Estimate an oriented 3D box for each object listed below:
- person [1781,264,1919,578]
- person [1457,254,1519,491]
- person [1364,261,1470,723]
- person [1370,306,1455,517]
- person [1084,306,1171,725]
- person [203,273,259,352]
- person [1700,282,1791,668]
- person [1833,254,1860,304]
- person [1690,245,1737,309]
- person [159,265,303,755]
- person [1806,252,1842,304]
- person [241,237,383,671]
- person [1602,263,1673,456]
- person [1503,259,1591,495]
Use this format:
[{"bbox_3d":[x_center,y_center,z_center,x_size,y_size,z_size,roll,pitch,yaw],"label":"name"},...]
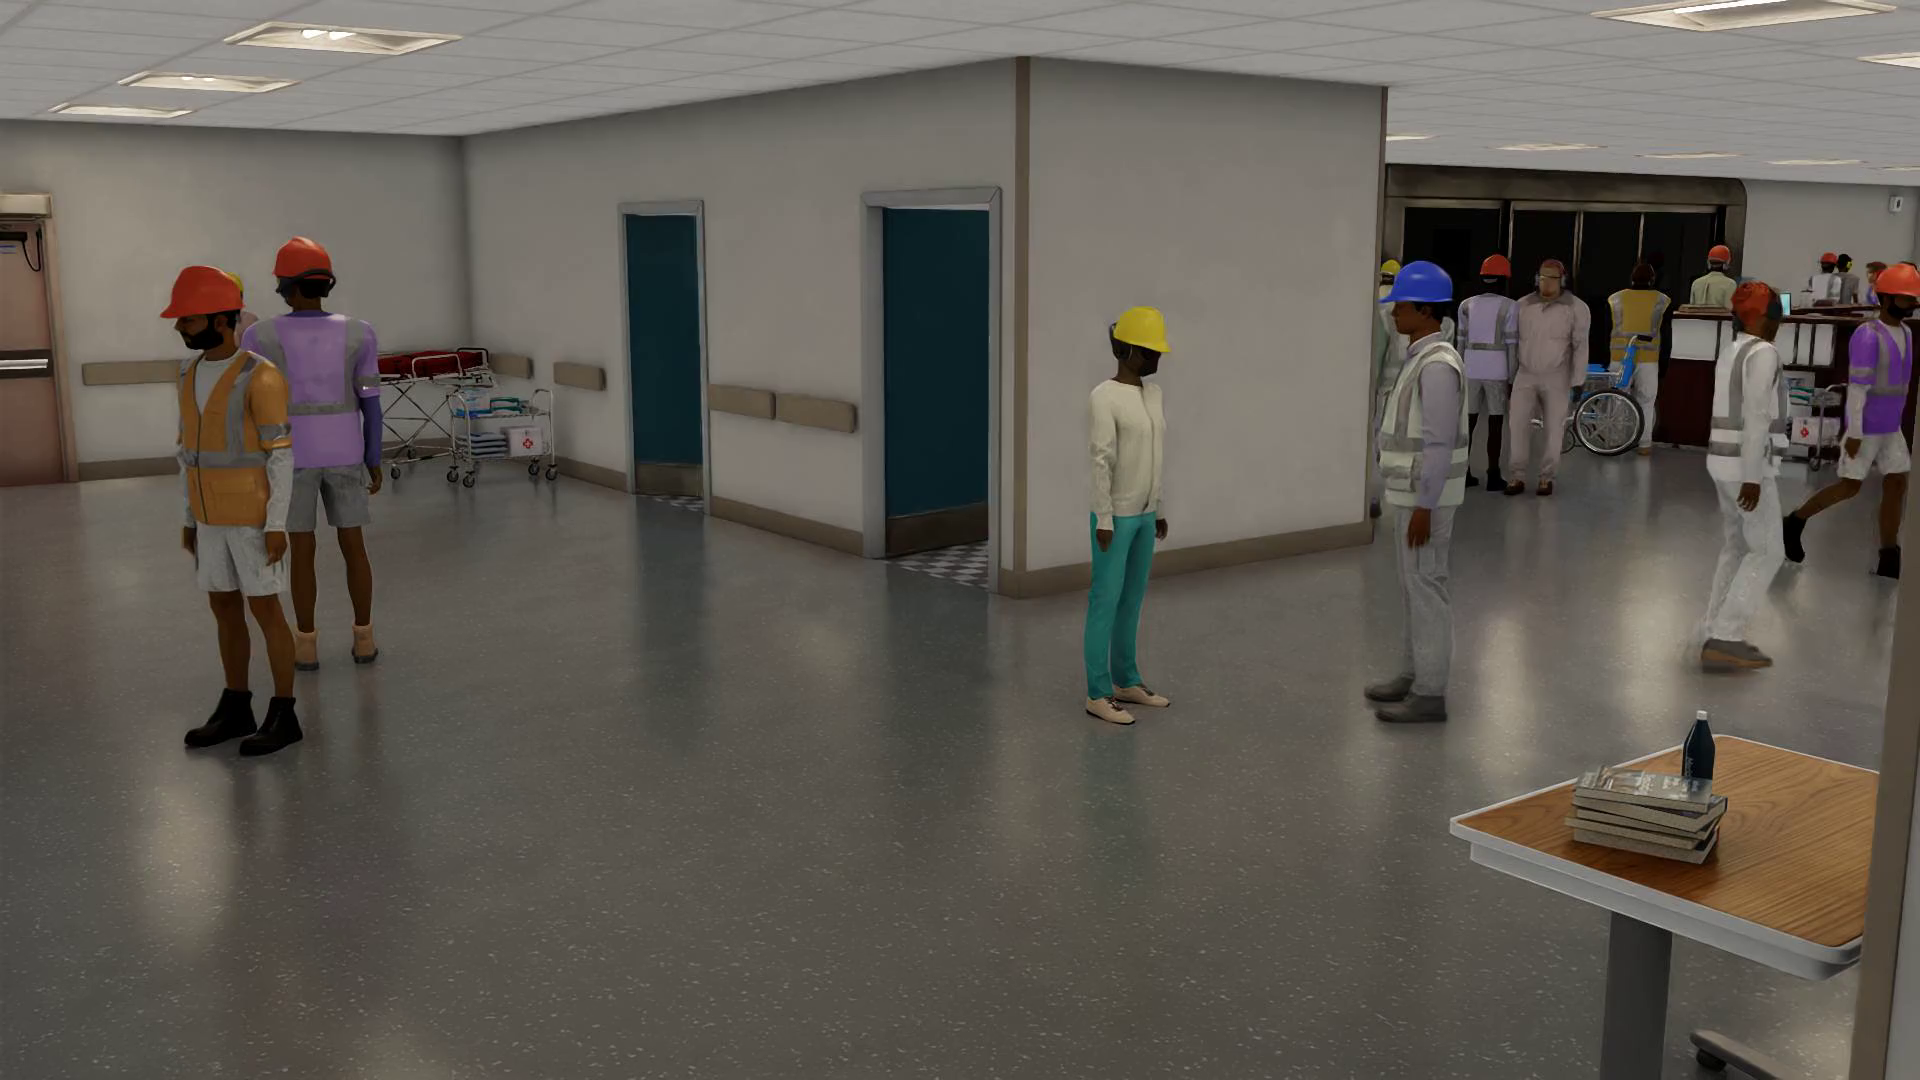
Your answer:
[{"bbox_3d":[5.493,-0.727,10.161,0.555,1.910,0.867,-6,12,-32],"label":"person"},{"bbox_3d":[4.343,-1.368,13.674,0.545,1.931,0.380,10,14,43],"label":"person"},{"bbox_3d":[1.946,-0.201,7.069,0.399,1.946,0.609,1,10,8],"label":"person"},{"bbox_3d":[3.152,-1.011,11.837,0.648,1.863,1.034,0,10,2],"label":"person"},{"bbox_3d":[0.730,-0.110,7.094,0.321,1.761,0.522,7,12,35],"label":"person"},{"bbox_3d":[-6.229,-1.404,14.321,0.525,1.769,0.310,0,10,1],"label":"person"},{"bbox_3d":[3.780,-0.314,8.013,0.348,1.835,0.675,1,10,8],"label":"person"},{"bbox_3d":[13.337,-3.402,25.244,0.528,1.863,0.322,6,12,31],"label":"person"},{"bbox_3d":[8.608,-2.355,19.003,0.381,1.995,0.612,-5,11,-27],"label":"person"},{"bbox_3d":[-2.887,-0.106,6.573,0.549,1.934,0.374,5,11,26],"label":"person"},{"bbox_3d":[13.111,-3.413,25.257,0.998,1.881,0.554,-7,12,-34],"label":"person"},{"bbox_3d":[-3.056,-0.400,7.907,0.608,2.048,0.363,-6,12,-30],"label":"person"},{"bbox_3d":[6.459,-1.717,15.897,0.628,1.836,0.429,5,11,24],"label":"person"},{"bbox_3d":[4.634,-1.275,13.240,0.663,1.885,0.699,6,12,31],"label":"person"}]
